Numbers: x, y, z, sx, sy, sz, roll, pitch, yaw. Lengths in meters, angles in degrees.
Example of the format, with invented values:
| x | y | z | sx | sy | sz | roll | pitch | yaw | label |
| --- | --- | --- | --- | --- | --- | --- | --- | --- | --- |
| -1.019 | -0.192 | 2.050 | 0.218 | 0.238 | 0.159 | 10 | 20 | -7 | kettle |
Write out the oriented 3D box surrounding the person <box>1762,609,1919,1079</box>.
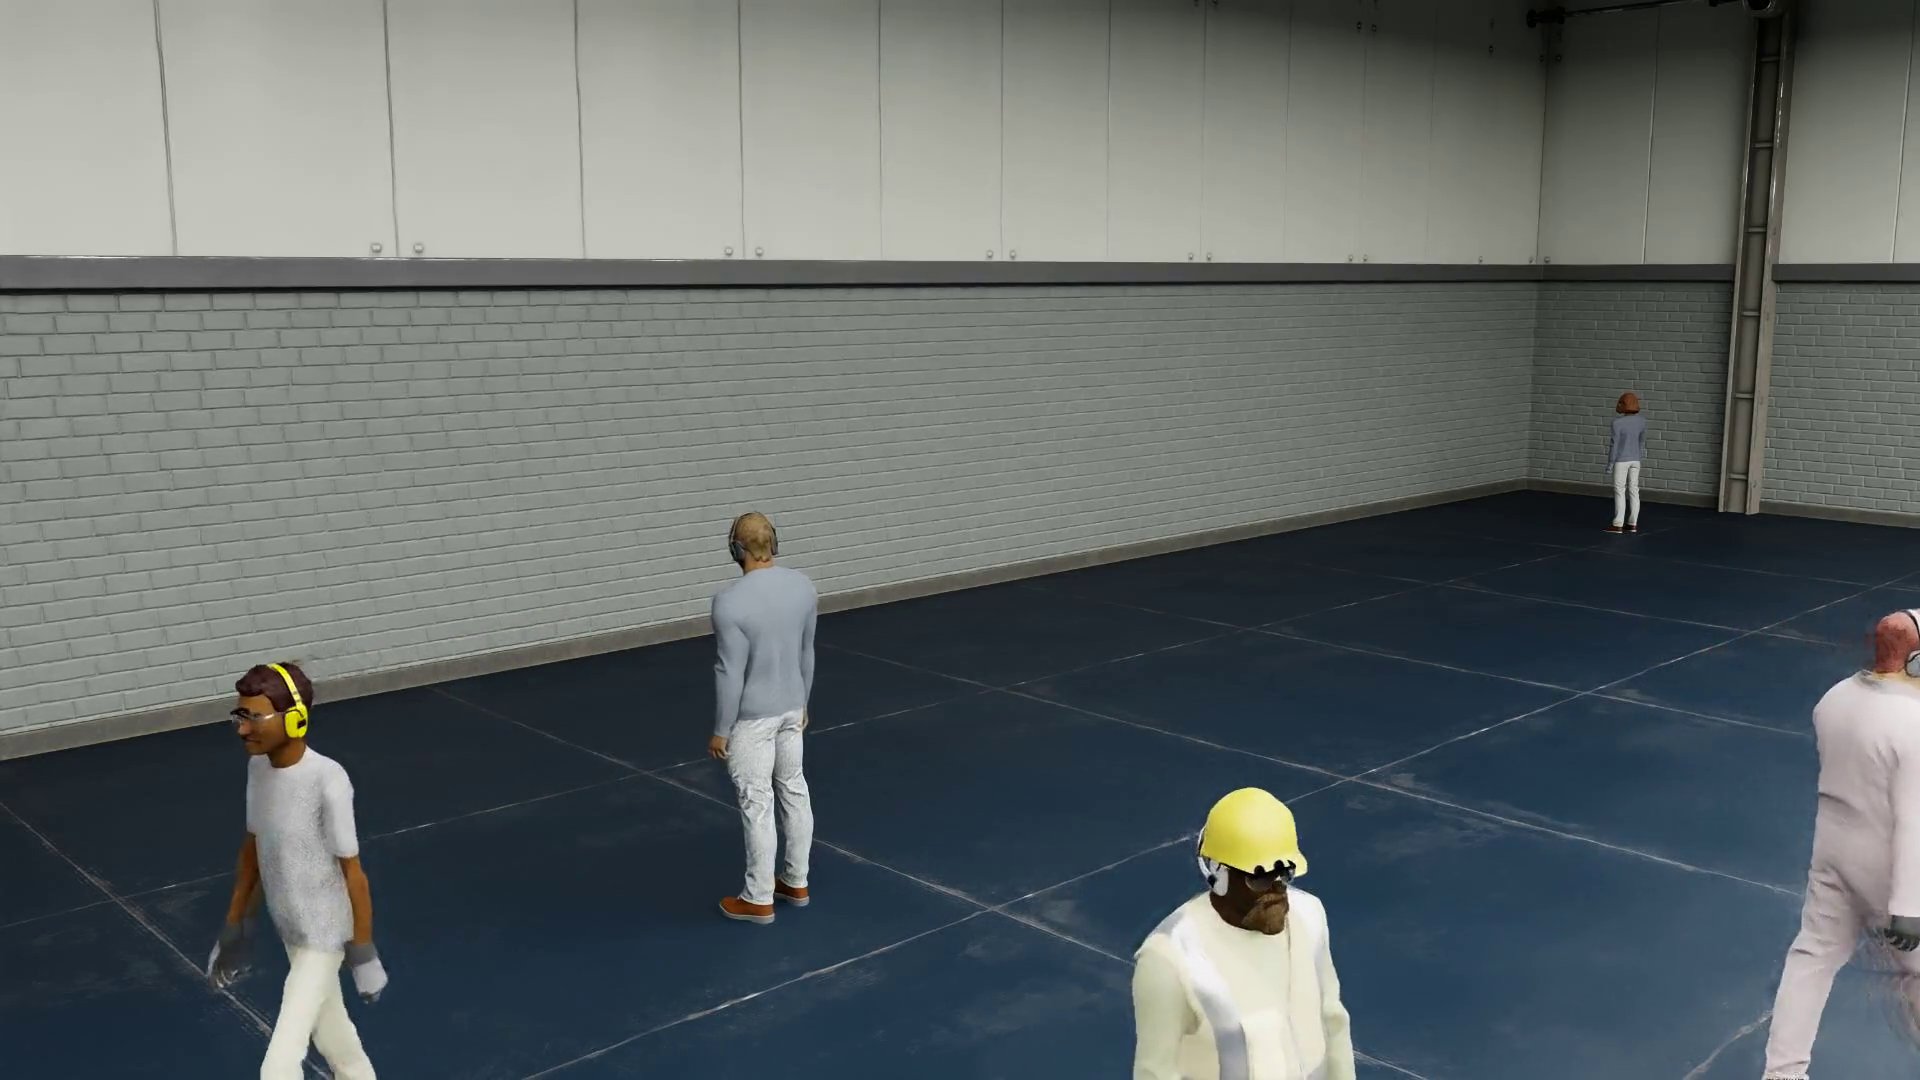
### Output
| x | y | z | sx | sy | sz | roll | pitch | yaw | label |
| --- | --- | --- | --- | --- | --- | --- | --- | --- | --- |
| 3.363 | 1.160 | 5.915 | 0.960 | 1.855 | 0.673 | -1 | 9 | -5 | person |

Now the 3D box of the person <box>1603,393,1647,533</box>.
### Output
| x | y | z | sx | sy | sz | roll | pitch | yaw | label |
| --- | --- | --- | --- | --- | --- | --- | --- | --- | --- |
| 7.754 | -0.895 | 19.383 | 0.500 | 1.633 | 0.284 | -4 | 10 | -22 | person |

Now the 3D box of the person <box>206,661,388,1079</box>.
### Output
| x | y | z | sx | sy | sz | roll | pitch | yaw | label |
| --- | --- | --- | --- | --- | --- | --- | --- | --- | --- |
| -2.148 | 1.288 | 5.198 | 0.524 | 1.836 | 0.842 | 9 | 13 | 44 | person |

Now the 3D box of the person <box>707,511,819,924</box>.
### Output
| x | y | z | sx | sy | sz | roll | pitch | yaw | label |
| --- | --- | --- | --- | --- | --- | --- | --- | --- | --- |
| -0.925 | 0.824 | 7.791 | 0.370 | 1.934 | 0.627 | 7 | 12 | 37 | person |

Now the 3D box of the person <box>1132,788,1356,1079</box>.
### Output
| x | y | z | sx | sy | sz | roll | pitch | yaw | label |
| --- | --- | --- | --- | --- | --- | --- | --- | --- | --- |
| 0.712 | 1.474 | 4.219 | 0.597 | 1.792 | 0.921 | -7 | 11 | -37 | person |
